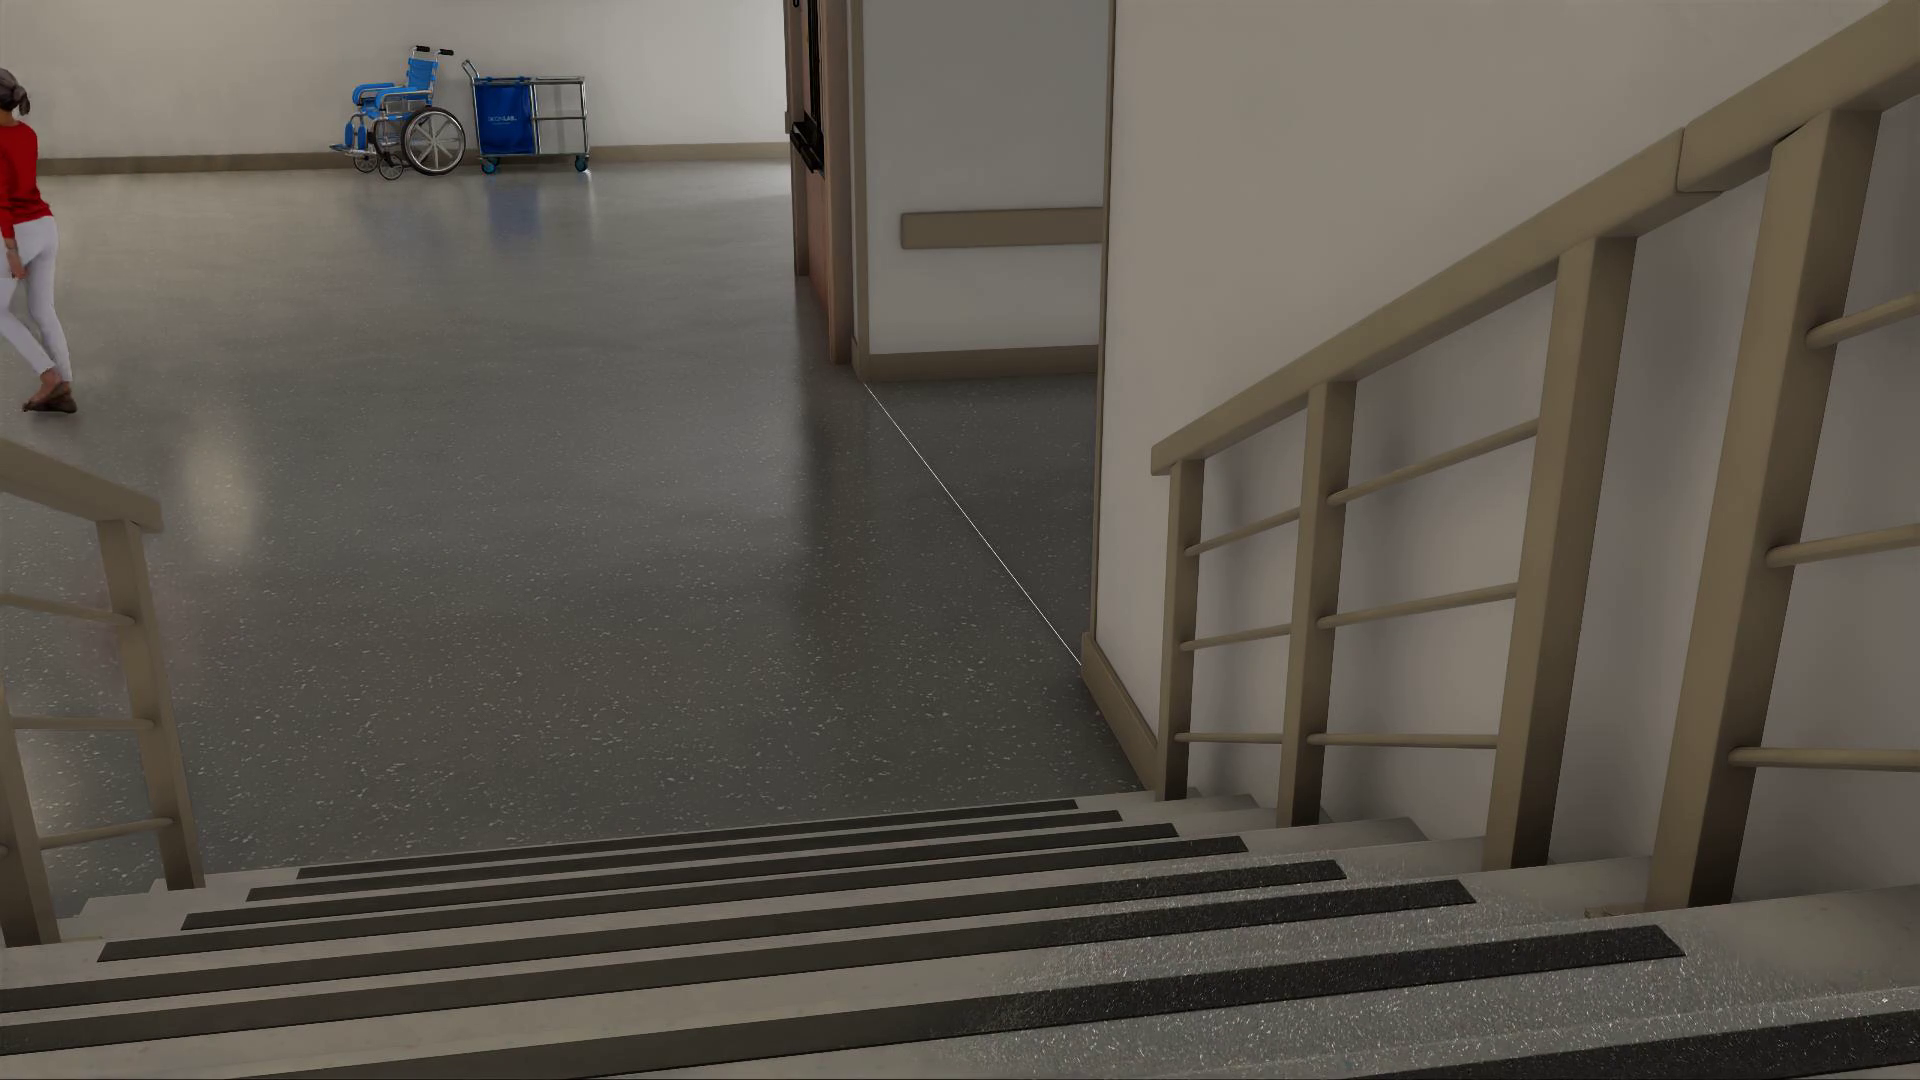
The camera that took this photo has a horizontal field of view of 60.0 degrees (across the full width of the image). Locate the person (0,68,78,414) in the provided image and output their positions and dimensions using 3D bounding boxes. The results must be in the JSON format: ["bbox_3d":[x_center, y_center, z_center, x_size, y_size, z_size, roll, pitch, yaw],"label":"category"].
[{"bbox_3d":[-4.493,-1.434,8.112,0.694,1.686,0.614,3,21,7],"label":"person"}]
